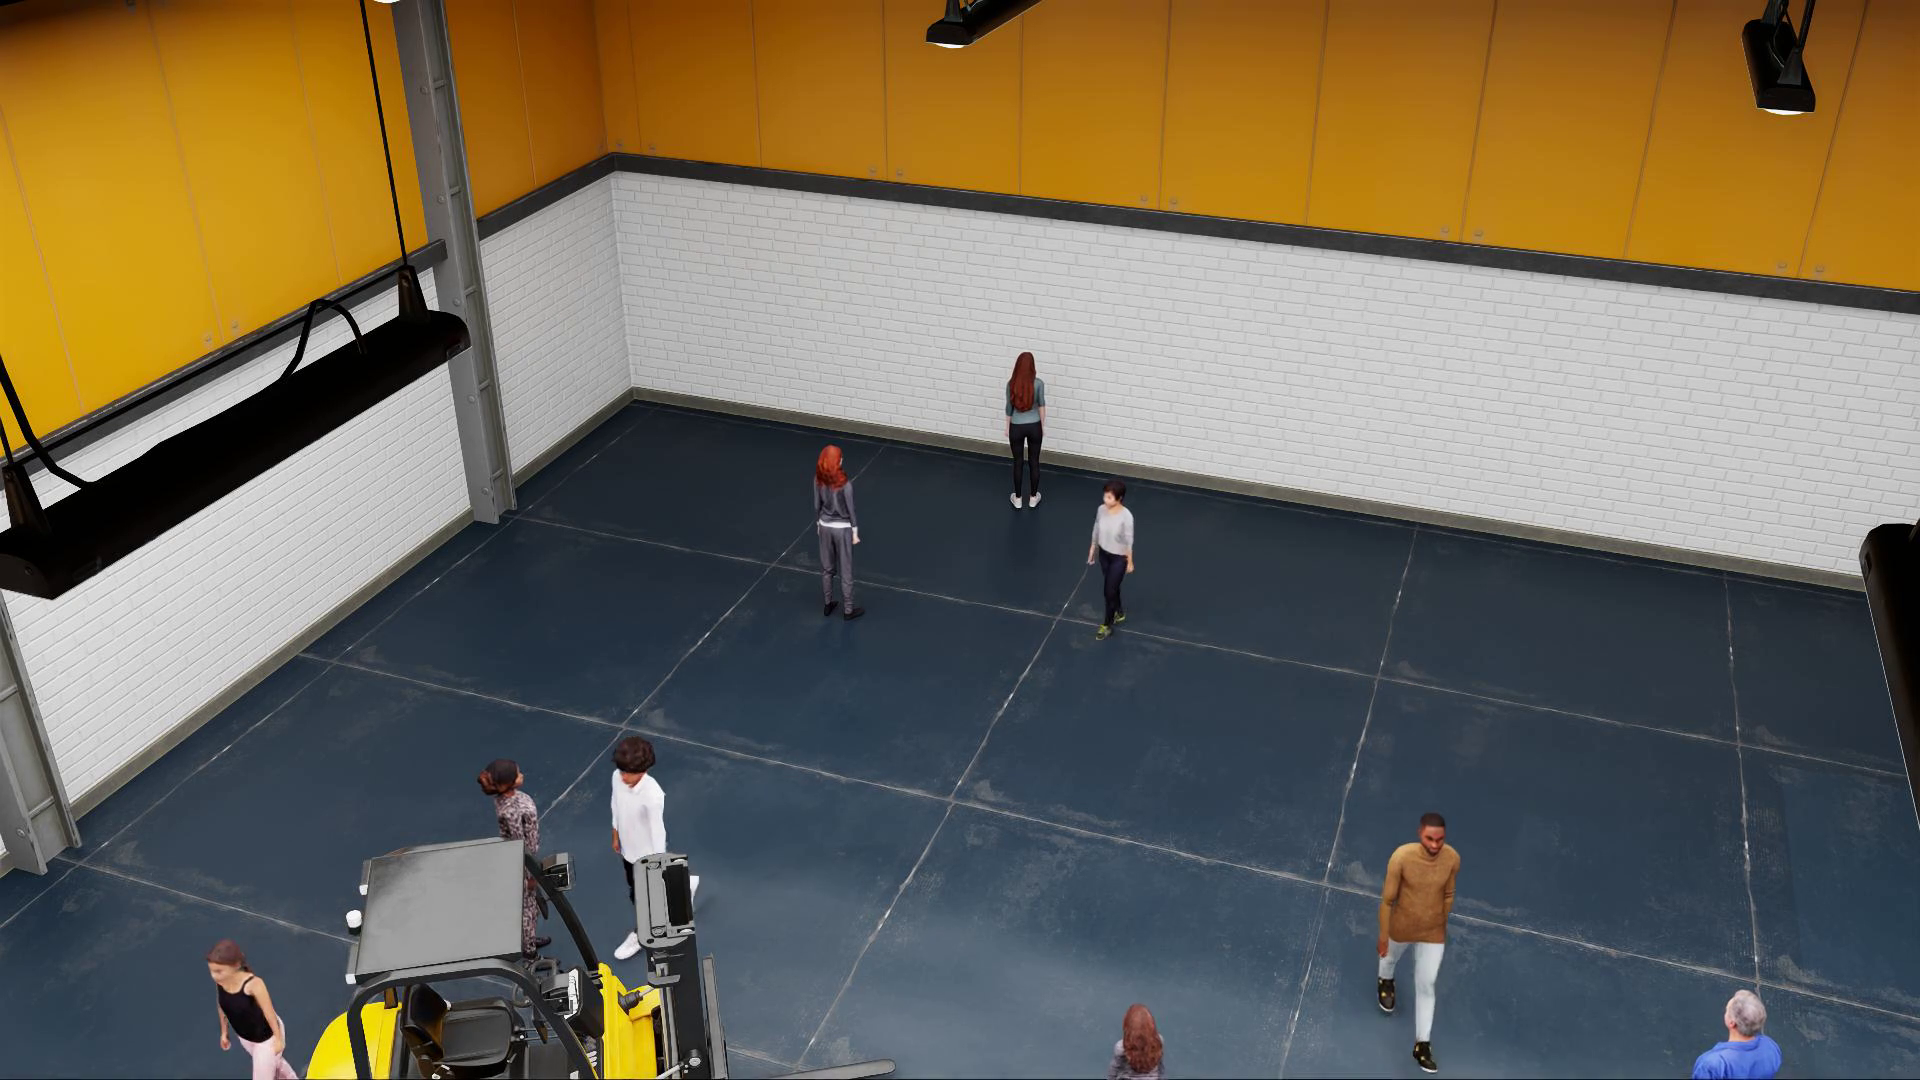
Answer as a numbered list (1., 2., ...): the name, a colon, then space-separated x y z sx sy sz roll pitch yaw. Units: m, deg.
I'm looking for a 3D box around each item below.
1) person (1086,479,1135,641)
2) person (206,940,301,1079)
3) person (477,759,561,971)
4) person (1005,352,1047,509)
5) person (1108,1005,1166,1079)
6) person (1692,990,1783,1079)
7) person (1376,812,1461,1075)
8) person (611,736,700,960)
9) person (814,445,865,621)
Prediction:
1. person: 1.477 0.121 15.366 0.867 1.536 0.760 -24 37 -37
2. person: -4.217 2.982 10.132 0.576 1.526 0.929 12 31 21
3. person: -3.013 2.202 11.364 0.741 1.714 0.679 -12 31 -21
4. person: 0.688 -1.157 17.494 0.648 1.742 0.643 0 29 0
5. person: 1.093 3.279 10.035 0.604 1.096 0.661 -9 30 -16
6. person: 4.225 3.281 9.272 0.780 1.825 0.817 -11 30 -19
7. person: 2.934 2.458 10.844 0.912 1.764 1.269 1 29 1
8. person: -2.152 2.064 11.542 1.112 1.786 0.919 -25 37 -38
9. person: -1.151 -0.074 15.470 0.607 1.779 0.542 14 32 25
